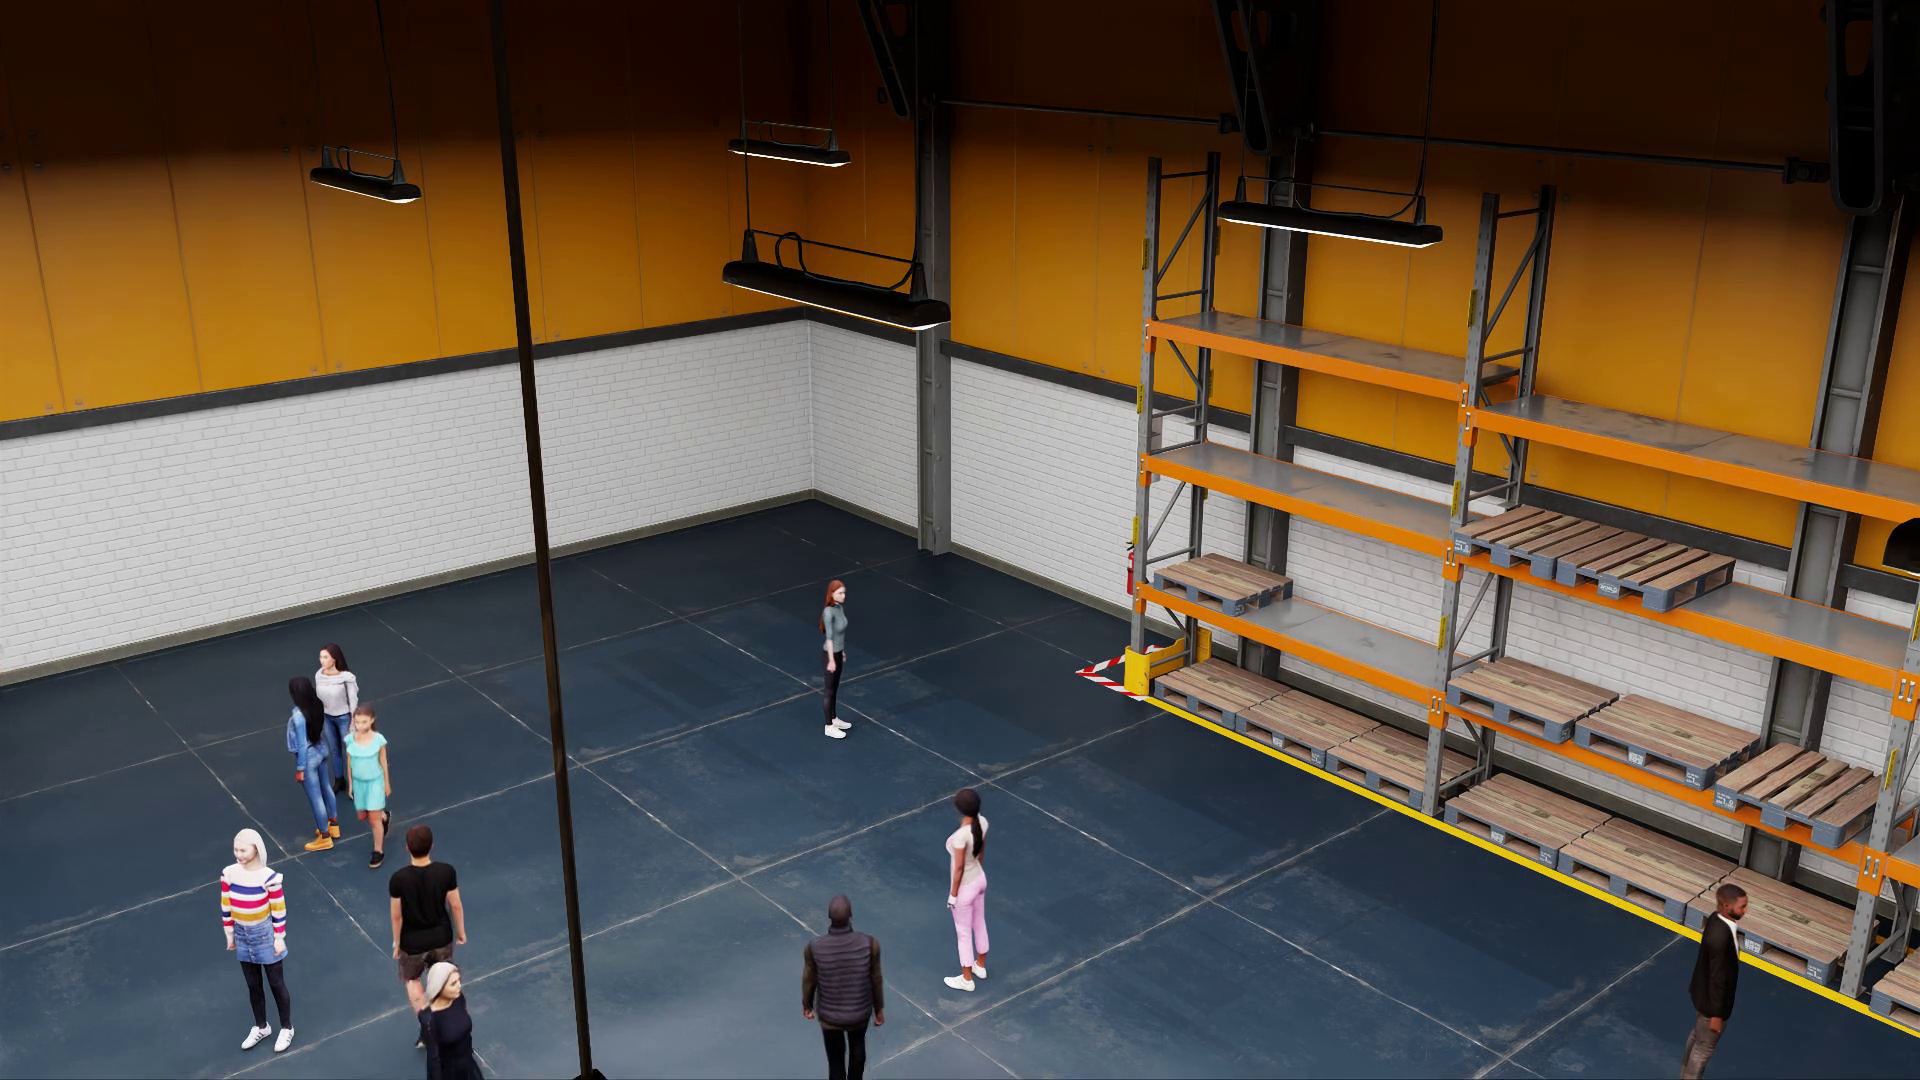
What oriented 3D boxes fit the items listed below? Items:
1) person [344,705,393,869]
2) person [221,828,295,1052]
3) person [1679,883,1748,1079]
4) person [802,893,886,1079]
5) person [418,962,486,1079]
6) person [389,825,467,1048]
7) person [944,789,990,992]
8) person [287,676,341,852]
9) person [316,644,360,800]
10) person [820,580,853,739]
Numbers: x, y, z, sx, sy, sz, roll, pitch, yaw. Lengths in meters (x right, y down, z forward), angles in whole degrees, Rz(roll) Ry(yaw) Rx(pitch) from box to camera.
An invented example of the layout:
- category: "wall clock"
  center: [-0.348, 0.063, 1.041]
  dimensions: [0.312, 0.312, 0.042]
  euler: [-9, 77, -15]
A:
- category: "person"
  center: [-5.406, 2.206, 15.293]
  dimensions: [0.866, 1.546, 0.922]
  euler: [2, 19, 5]
- category: "person"
  center: [-5.285, 2.995, 12.538]
  dimensions: [0.699, 1.809, 0.775]
  euler: [3, 19, 8]
- category: "person"
  center: [5.334, 3.248, 11.799]
  dimensions: [0.725, 1.802, 0.740]
  euler: [8, 20, 22]
- category: "person"
  center: [-0.801, 3.331, 11.525]
  dimensions: [0.943, 1.820, 1.016]
  euler: [-3, 19, -8]
- category: "person"
  center: [-3.426, 3.558, 10.987]
  dimensions: [0.958, 1.733, 0.837]
  euler: [7, 20, 19]
- category: "person"
  center: [-3.968, 3.025, 12.386]
  dimensions: [0.776, 1.850, 0.768]
  euler: [-9, 20, -24]
- category: "person"
  center: [0.070, 2.774, 13.296]
  dimensions: [0.609, 1.744, 0.636]
  euler: [11, 22, 31]
- category: "person"
  center: [-6.015, 2.056, 15.477]
  dimensions: [0.729, 1.713, 0.668]
  euler: [2, 19, 5]
- category: "person"
  center: [-6.134, 1.775, 16.438]
  dimensions: [0.633, 1.633, 0.738]
  euler: [5, 19, 16]
- category: "person"
  center: [-1.348, 1.253, 17.814]
  dimensions: [0.698, 1.743, 0.662]
  euler: [5, 19, 14]
